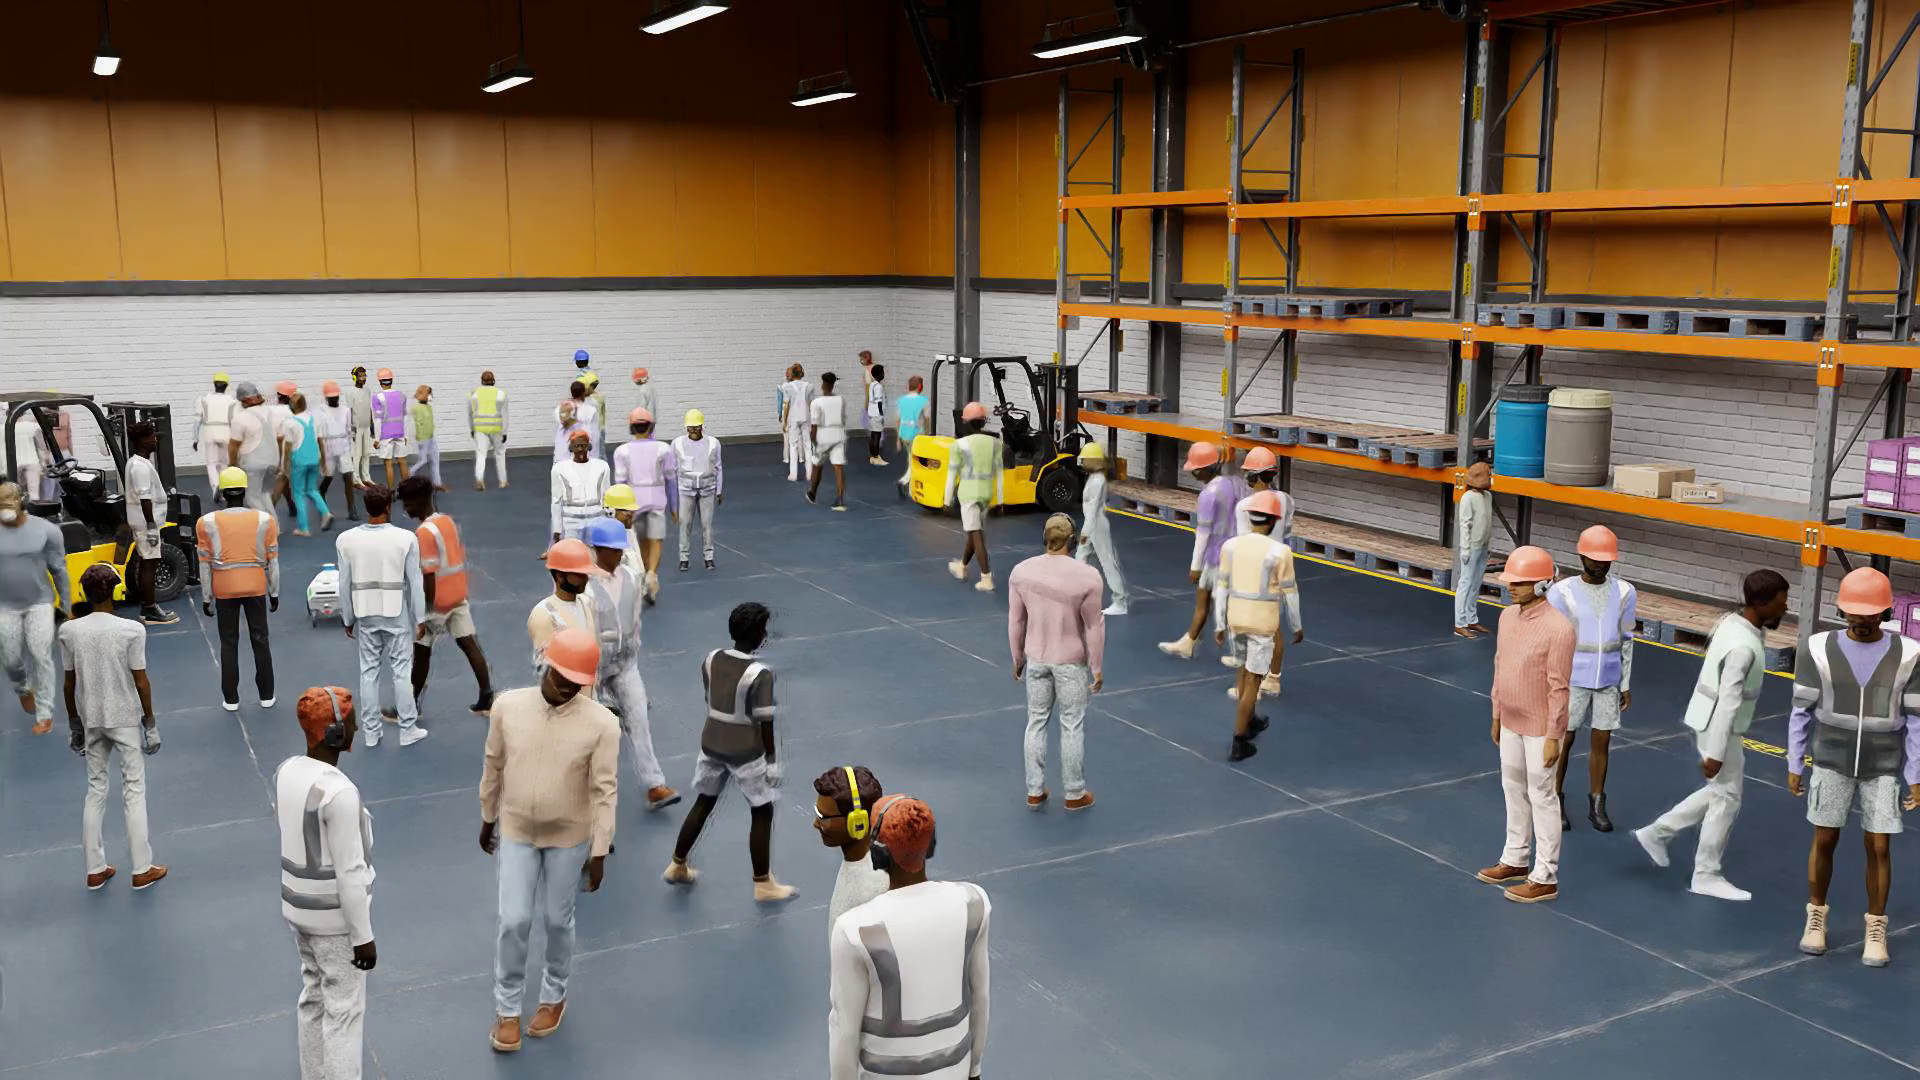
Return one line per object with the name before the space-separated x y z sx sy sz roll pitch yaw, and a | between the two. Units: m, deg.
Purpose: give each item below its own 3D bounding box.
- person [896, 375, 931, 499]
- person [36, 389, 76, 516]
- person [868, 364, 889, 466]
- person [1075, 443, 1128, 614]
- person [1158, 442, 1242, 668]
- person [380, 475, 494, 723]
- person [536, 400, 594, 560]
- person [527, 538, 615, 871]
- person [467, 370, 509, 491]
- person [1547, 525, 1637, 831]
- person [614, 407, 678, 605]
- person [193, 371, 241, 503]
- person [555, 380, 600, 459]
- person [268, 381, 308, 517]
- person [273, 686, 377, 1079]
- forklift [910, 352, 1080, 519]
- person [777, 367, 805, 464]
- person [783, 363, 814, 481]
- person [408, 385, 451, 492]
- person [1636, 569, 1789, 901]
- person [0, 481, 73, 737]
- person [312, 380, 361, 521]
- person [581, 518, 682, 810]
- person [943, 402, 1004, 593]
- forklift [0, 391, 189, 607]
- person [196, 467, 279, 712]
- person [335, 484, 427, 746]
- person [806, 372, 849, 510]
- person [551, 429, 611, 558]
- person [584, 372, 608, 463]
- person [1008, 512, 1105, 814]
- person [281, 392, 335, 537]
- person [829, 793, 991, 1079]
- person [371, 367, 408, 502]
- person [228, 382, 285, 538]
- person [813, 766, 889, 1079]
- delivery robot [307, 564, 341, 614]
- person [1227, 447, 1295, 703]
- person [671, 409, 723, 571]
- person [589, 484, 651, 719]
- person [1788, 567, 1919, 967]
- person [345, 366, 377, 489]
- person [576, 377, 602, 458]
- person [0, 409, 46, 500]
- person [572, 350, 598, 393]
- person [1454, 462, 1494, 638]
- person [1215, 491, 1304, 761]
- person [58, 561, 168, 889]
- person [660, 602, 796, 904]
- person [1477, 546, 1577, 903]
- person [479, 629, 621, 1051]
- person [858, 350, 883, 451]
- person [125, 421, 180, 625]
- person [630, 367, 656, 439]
person | -0.700 -1.453 23.886 0.568 1.812 0.644 8 13 40
person | -12.207 -1.169 22.469 0.486 1.738 0.554 4 11 21
person | -1.380 -2.097 27.919 0.320 1.698 0.531 -3 10 -16
person | 1.252 -0.102 16.402 0.886 1.698 0.508 0 10 -1
person | 2.105 0.135 14.266 0.974 1.979 0.682 4 11 22
person | -3.990 0.434 12.740 0.887 1.910 0.728 1 10 7
person | -4.517 -0.719 19.532 0.654 1.866 0.971 9 13 41
person | -2.260 0.946 9.713 0.356 1.938 0.544 3 10 16
person | -7.091 -1.647 25.030 0.623 1.810 0.807 -1 10 -8
person | 3.886 0.857 10.272 0.539 1.930 0.383 0 10 0
person | -3.209 -0.347 17.020 0.635 1.998 0.928 -1 10 -8
person | -10.510 -1.434 23.563 0.667 1.876 0.772 -4 11 -21
person | -5.025 -1.140 21.855 0.595 1.899 0.558 1 10 7
person | -9.018 -1.165 22.077 0.582 1.878 0.992 2 10 11
person | -2.521 1.506 6.676 0.354 1.879 0.579 -9 14 -43
forklift | 0.460 -1.461 22.833 2.313 2.155 1.214 -5 11 -28
person | -2.830 -2.105 28.135 0.512 1.641 0.307 -2 10 -9
person | -2.521 -1.841 26.030 0.513 1.841 0.326 -4 10 -20
person | -7.975 -1.507 24.755 0.658 1.612 0.528 2 10 10
person | 4.168 1.059 9.225 0.645 1.885 0.624 4 11 24
person | -6.990 0.485 12.425 0.657 1.918 0.605 -4 11 -21
person | -8.413 -1.207 22.281 0.553 1.893 0.926 -9 14 -43
person | -2.237 0.801 10.674 1.005 1.892 0.618 10 14 44
person | 0.113 -0.470 17.713 0.630 1.984 1.031 -6 11 -31
forklift | -9.026 -0.363 16.508 1.214 2.155 2.313 6 11 29
person | -5.634 0.384 13.021 0.581 1.919 0.393 -6 11 -31
person | -4.177 0.549 12.053 0.596 1.918 0.380 0 10 -2
person | -1.854 -1.391 23.292 0.593 1.896 1.029 -5 11 -26
person | -3.649 -0.136 16.097 0.587 1.882 0.341 -4 11 -24
person | -5.542 -1.642 25.106 0.317 1.769 0.523 5 11 26
person | 0.621 0.785 10.636 0.635 1.937 0.352 4 11 22
person | -8.210 -0.942 20.902 0.483 1.827 0.538 6 11 31
person | -0.156 1.736 5.360 0.574 1.876 0.355 -6 12 -32
person | -8.175 -1.504 23.829 0.376 1.934 0.547 7 12 36
person | -8.636 -0.952 20.341 0.540 2.000 0.684 4 11 23
person | -0.342 1.676 5.743 0.326 1.862 0.508 -2 10 -9
delivery robot | -6.109 0.473 16.143 0.477 0.478 0.707 -2 10 -13
person | 2.375 0.275 13.266 0.605 2.045 0.378 -8 13 -38
person | -2.960 -0.559 18.689 0.599 1.827 0.403 -2 10 -13
person | -2.620 0.469 12.810 0.403 1.819 0.601 2 10 9
person | 4.514 1.131 8.396 0.612 2.029 0.409 5 11 27
person | -9.036 -1.692 25.133 0.330 1.864 0.505 3 10 19
person | -5.598 -1.567 24.772 0.585 1.732 0.370 6 12 32
person | -12.007 -0.959 21.302 0.536 1.723 0.915 -6 11 -31
person | -6.310 -2.237 28.051 0.418 1.939 0.616 2 10 12
person | 4.818 0.087 15.526 0.272 1.635 0.507 9 13 43
person | 2.171 0.590 11.911 0.557 1.885 0.866 9 13 42
person | -4.784 1.046 9.380 0.511 1.860 0.341 0 10 2
person | -1.293 1.173 9.192 0.726 1.667 0.470 8 13 39
person | 3.138 1.010 9.228 0.403 1.987 0.608 -3 10 -18
person | -1.858 1.335 7.484 0.688 1.935 0.591 0 10 -2
person | -1.560 -2.509 29.953 0.439 1.822 0.768 3 10 16
person | -7.828 -0.168 16.045 0.362 1.966 0.611 -6 12 -31
person | -5.097 -1.943 26.974 0.458 1.720 0.598 0 10 0
